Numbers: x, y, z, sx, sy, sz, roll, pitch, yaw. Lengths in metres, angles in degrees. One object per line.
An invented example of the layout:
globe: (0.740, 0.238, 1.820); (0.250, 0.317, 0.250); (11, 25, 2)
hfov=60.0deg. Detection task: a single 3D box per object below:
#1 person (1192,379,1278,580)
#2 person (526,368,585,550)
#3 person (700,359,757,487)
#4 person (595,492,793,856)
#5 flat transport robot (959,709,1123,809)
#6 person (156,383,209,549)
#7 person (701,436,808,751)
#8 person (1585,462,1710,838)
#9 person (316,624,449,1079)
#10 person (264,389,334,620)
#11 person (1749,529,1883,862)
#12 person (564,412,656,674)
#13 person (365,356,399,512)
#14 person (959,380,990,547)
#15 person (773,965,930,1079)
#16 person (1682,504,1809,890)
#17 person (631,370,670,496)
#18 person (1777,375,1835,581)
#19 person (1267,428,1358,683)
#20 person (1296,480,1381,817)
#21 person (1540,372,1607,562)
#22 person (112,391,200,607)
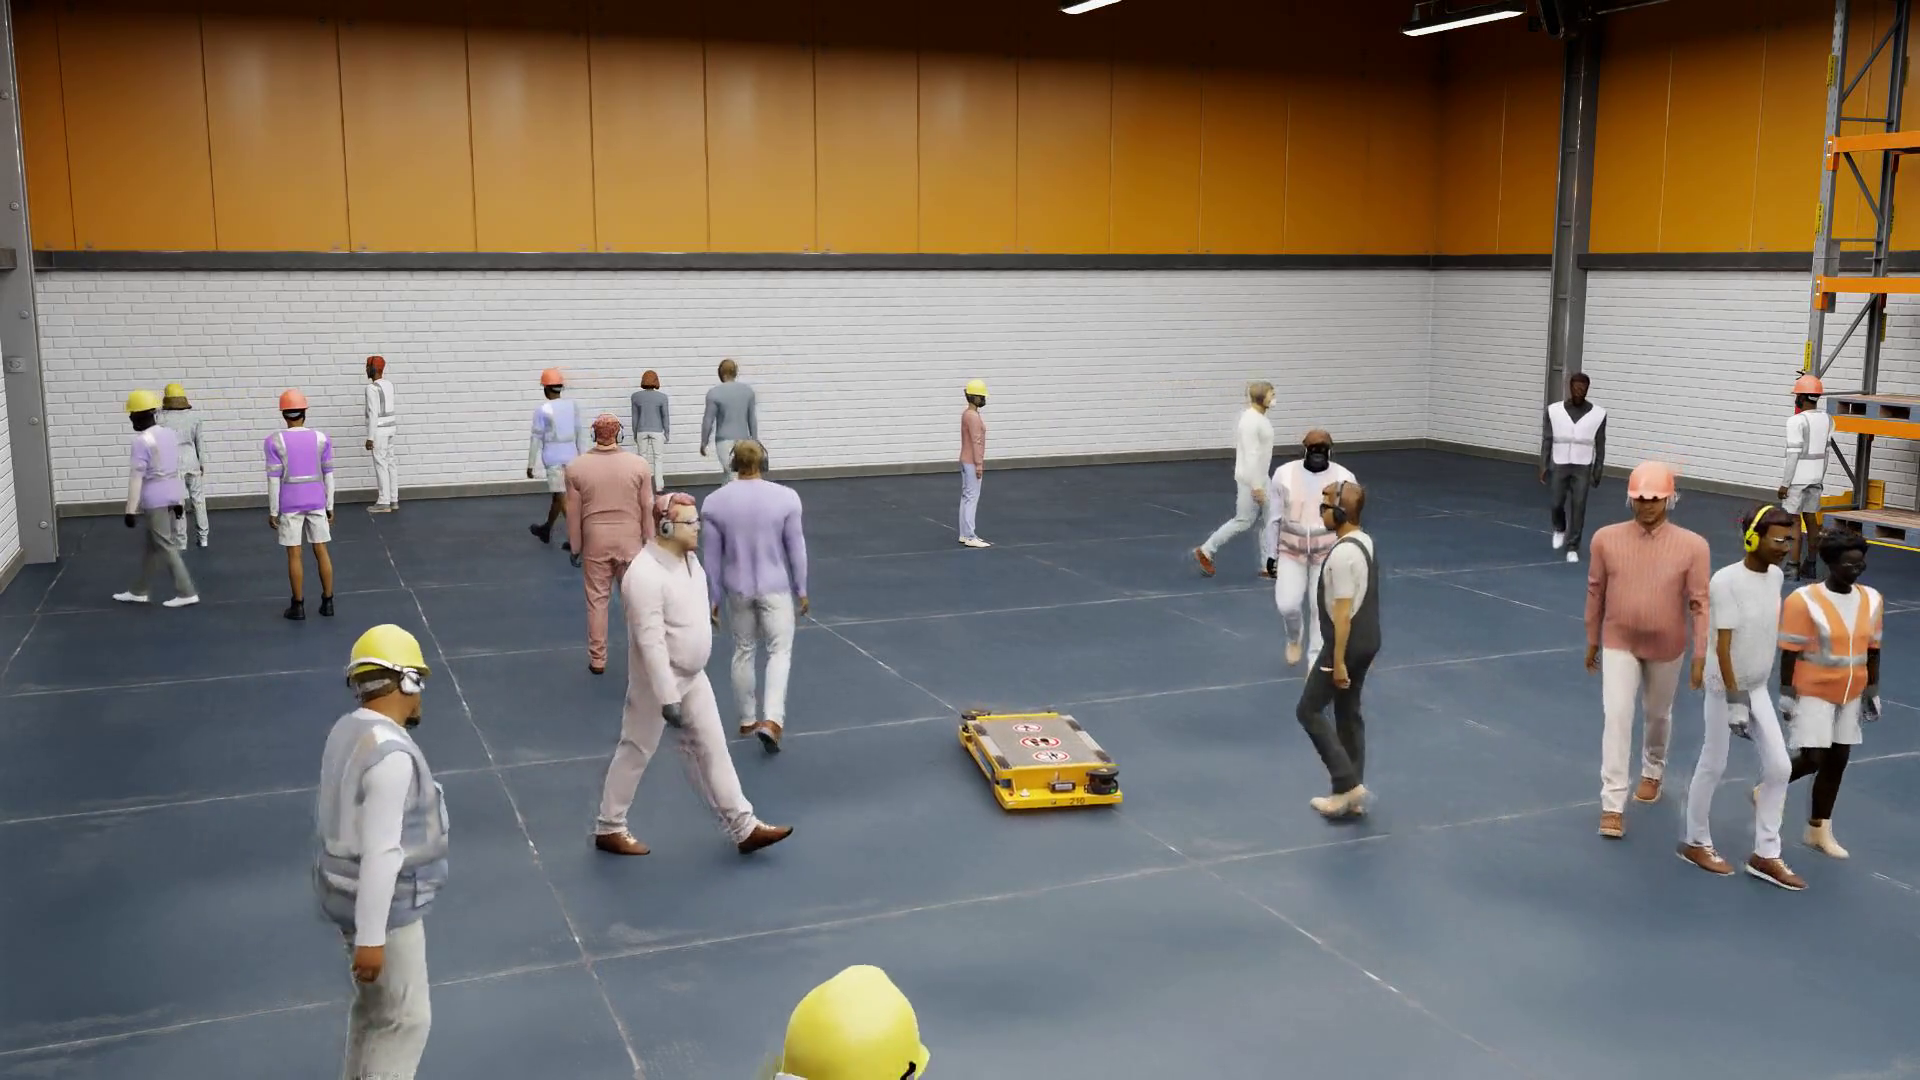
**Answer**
person: (2.680, -0.557, 15.615); (0.877, 1.916, 0.626); (4, 10, 24)
person: (-4.272, -0.843, 17.407); (0.971, 1.884, 0.572); (7, 12, 38)
person: (-2.702, -1.147, 19.266); (0.653, 1.883, 1.006); (-9, 13, -43)
person: (-1.388, 0.687, 8.260); (1.032, 1.849, 0.670); (3, 10, 18)
flat transport robot: (0.439, 1.243, 9.661); (0.652, 0.197, 1.431); (-2, 9, -10)
person: (-8.172, -0.775, 17.441); (0.318, 1.741, 0.493); (7, 12, 37)
person: (-1.265, 0.331, 10.249); (0.639, 1.958, 0.587); (1, 9, 7)
person: (3.659, 0.541, 8.870); (0.633, 1.947, 1.016); (5, 11, 27)
person: (-1.891, 1.178, 5.470); (0.461, 1.786, 0.623); (-6, 11, -33)
person: (-5.534, -0.295, 13.951); (0.548, 1.934, 0.376); (-7, 12, -37)
person: (4.321, 0.758, 8.359); (0.531, 1.680, 0.444); (-2, 10, -12)
person: (-2.526, 0.026, 12.088); (0.639, 1.911, 0.406); (-1, 9, -8)
person: (-6.991, -1.275, 20.047); (0.354, 1.883, 0.576); (1, 9, 6)
person: (0.157, -0.808, 17.578); (0.314, 1.764, 0.535); (-2, 10, -12)
person: (-0.218, 1.613, 2.775); (0.598, 1.814, 0.496); (4, 10, 23)
person: (3.783, 0.750, 7.909); (0.500, 1.835, 0.751); (-4, 10, -22)
person: (-3.978, -1.368, 21.393); (0.494, 1.624, 0.279); (0, 9, 3)
person: (7.929, -0.582, 15.681); (0.552, 1.936, 0.359); (-4, 10, -25)
person: (2.507, 0.105, 11.842); (0.641, 1.827, 0.478); (3, 10, 16)
person: (2.042, 0.589, 8.915); (0.401, 1.829, 0.500); (7, 12, 35)
person: (6.180, -0.747, 16.779); (0.615, 1.904, 0.584); (4, 10, 22)
person: (-7.022, -0.346, 14.386); (0.819, 1.887, 0.609); (0, 9, 0)
